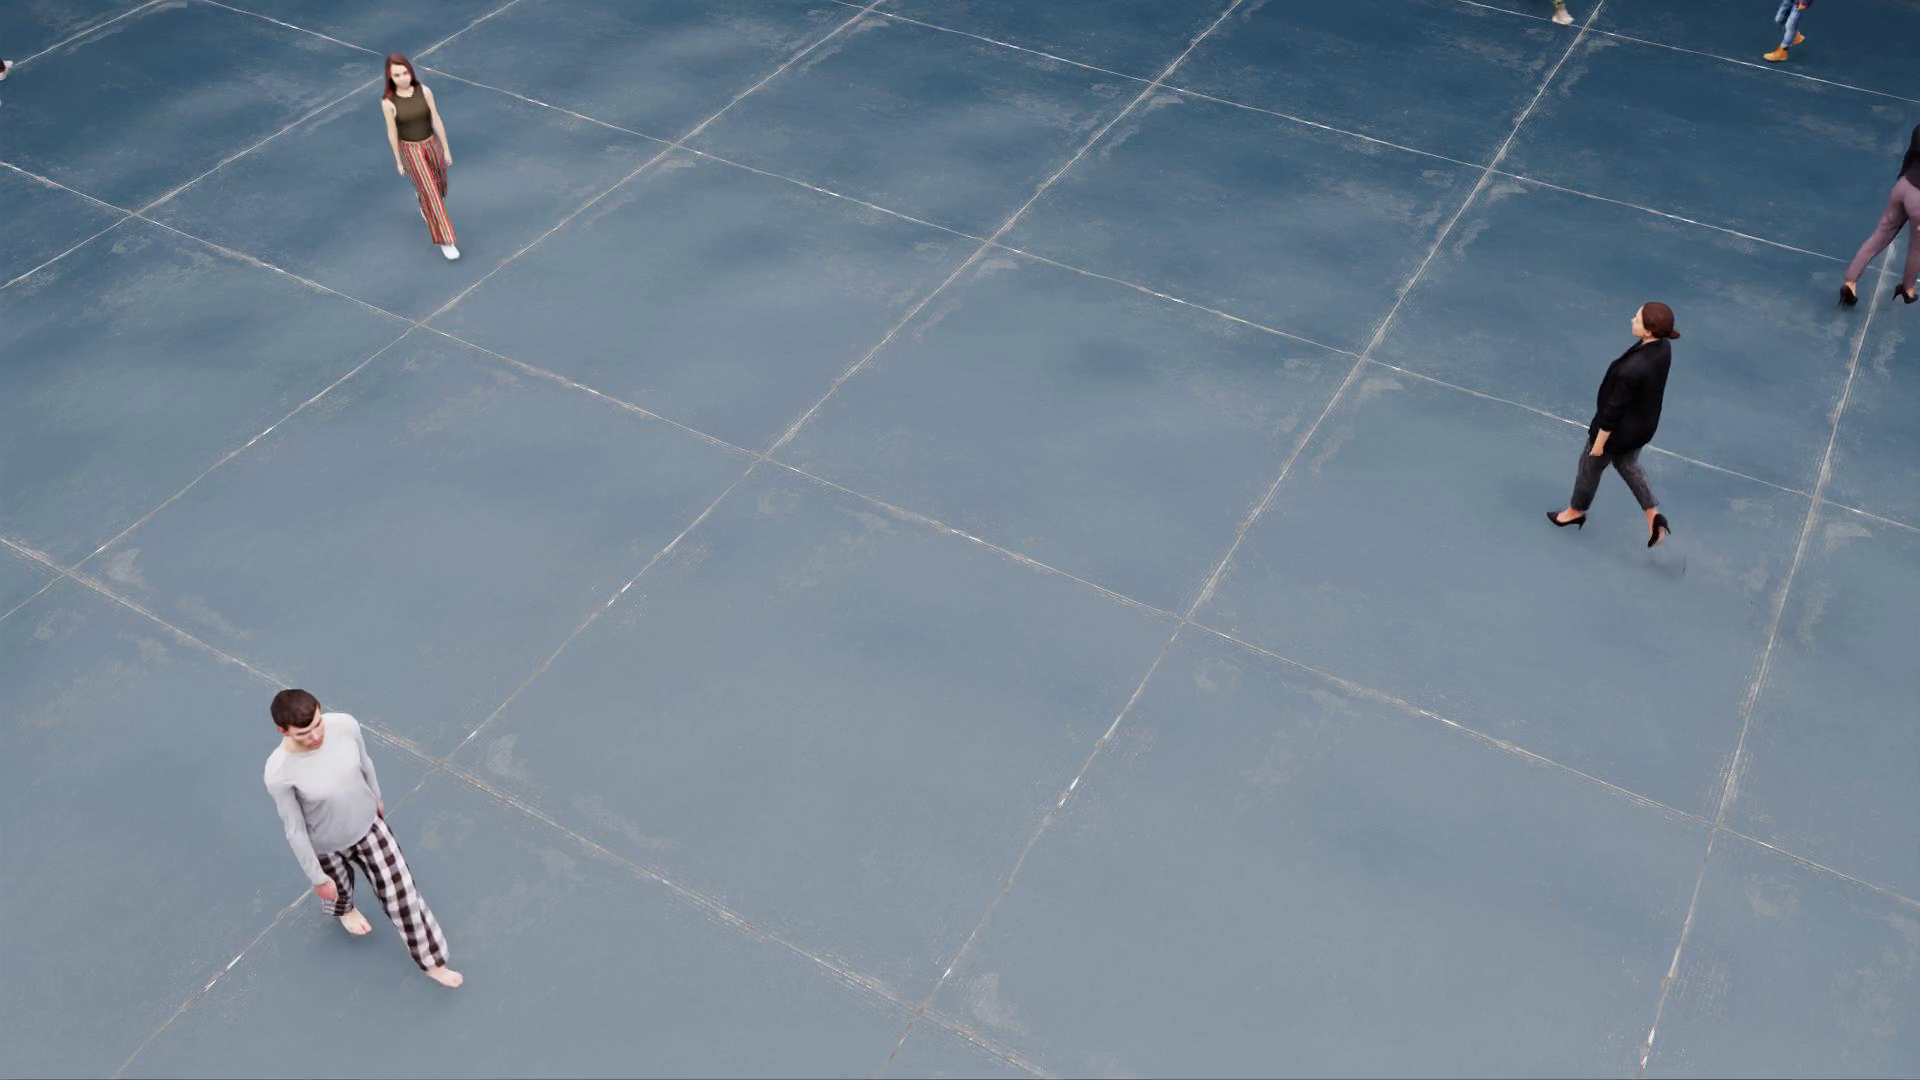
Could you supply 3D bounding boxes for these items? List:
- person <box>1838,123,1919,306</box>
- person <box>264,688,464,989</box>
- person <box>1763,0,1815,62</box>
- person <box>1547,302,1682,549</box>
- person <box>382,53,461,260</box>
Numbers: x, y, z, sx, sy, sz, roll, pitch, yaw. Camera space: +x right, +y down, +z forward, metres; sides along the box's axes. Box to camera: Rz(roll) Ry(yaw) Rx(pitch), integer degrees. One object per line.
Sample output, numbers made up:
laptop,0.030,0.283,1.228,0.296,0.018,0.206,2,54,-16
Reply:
person,6.541,-2.308,11.547,0.990,1.641,0.917,-12,44,-13
person,-2.839,1.274,7.485,0.867,1.799,1.153,30,50,29
person,7.433,-4.810,14.598,0.700,1.243,0.646,-5,42,-5
person,3.926,-0.628,9.653,0.861,1.701,0.974,33,52,31
person,-3.988,-2.881,12.252,1.033,1.542,0.919,-23,47,-23
